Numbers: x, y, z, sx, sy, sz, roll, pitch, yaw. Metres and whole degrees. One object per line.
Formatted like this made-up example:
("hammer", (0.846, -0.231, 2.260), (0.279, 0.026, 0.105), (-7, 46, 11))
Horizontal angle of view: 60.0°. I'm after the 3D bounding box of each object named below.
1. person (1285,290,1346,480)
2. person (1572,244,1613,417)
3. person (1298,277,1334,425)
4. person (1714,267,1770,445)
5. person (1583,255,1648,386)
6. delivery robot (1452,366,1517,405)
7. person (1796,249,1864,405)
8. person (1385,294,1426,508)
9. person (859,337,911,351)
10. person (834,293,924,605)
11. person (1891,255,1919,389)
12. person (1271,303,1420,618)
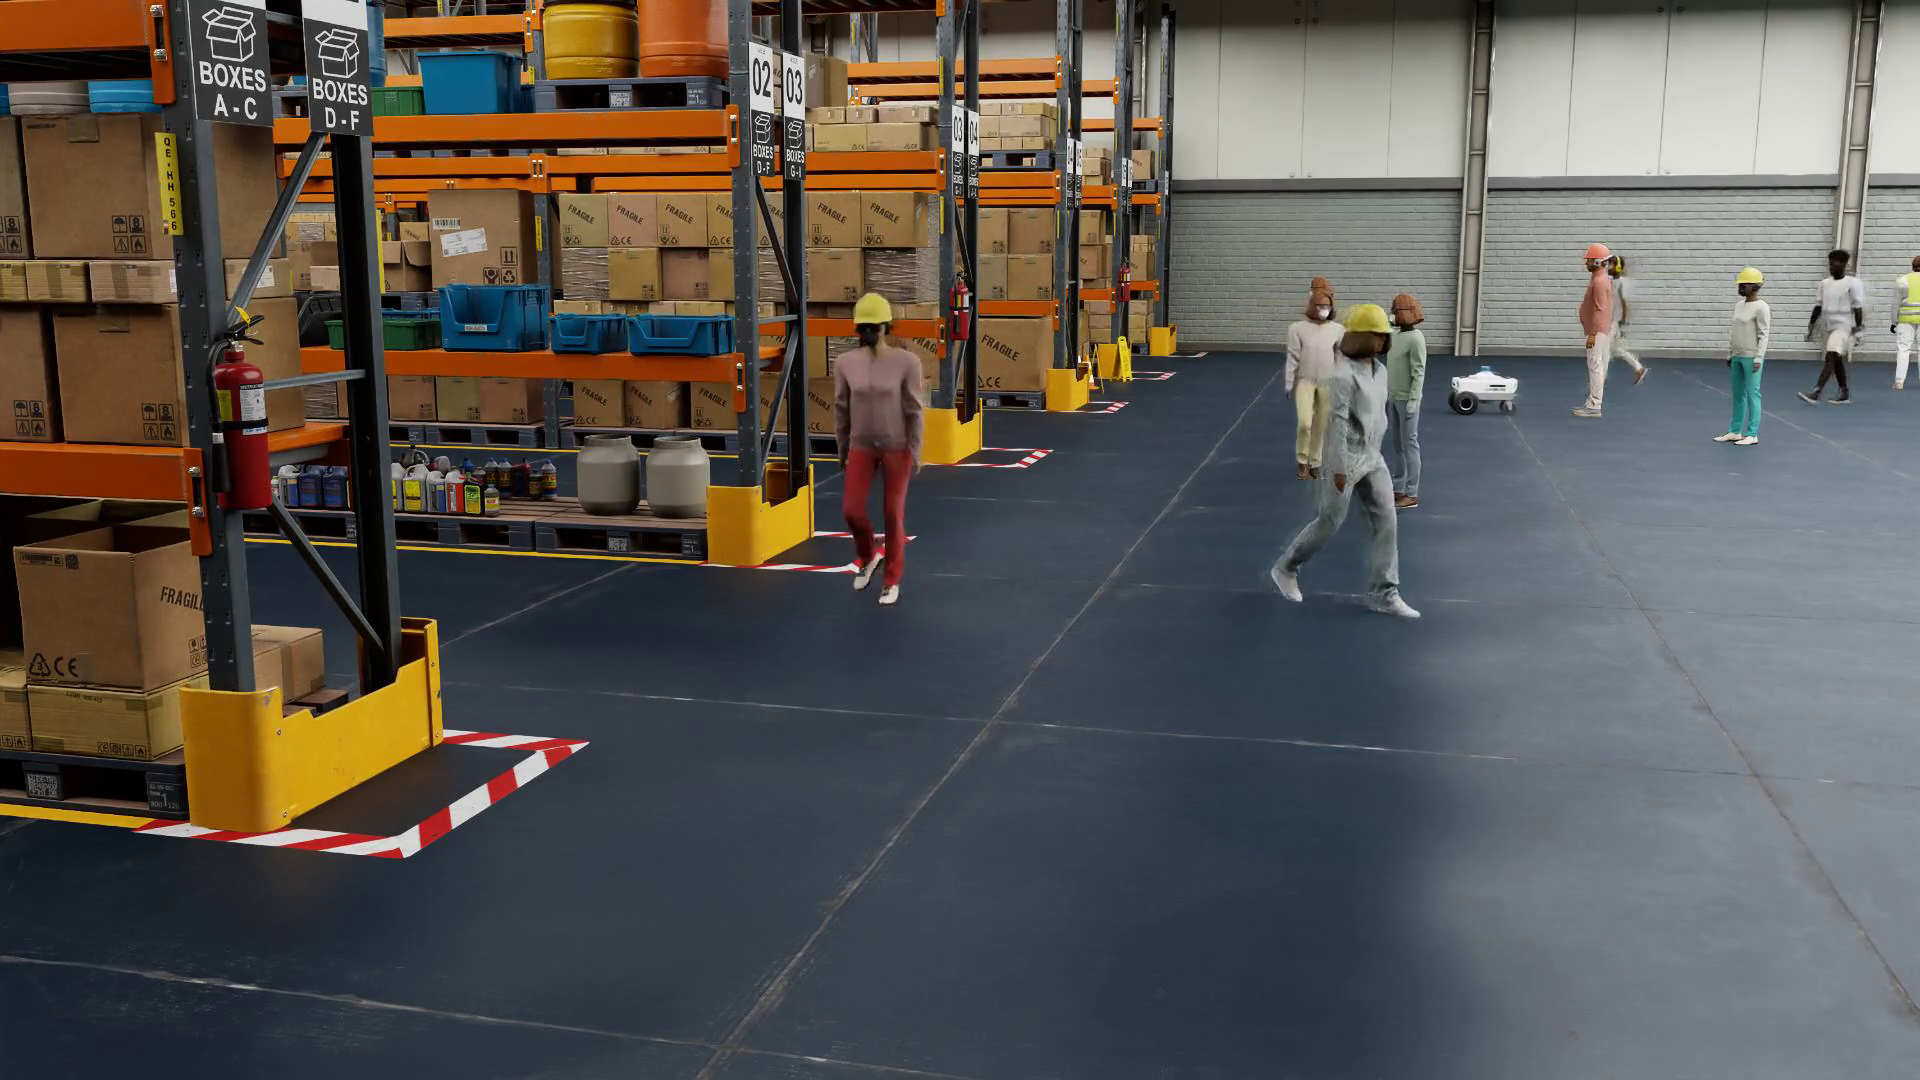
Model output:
("person", (3.035, -1.306, 14.140), (0.522, 1.614, 0.430), (-1, 10, -3))
("person", (7.365, -2.428, 19.316), (0.377, 1.995, 0.608), (4, 11, 21))
("person", (3.983, -2.098, 18.491), (0.279, 1.633, 0.505), (-2, 10, -9))
("person", (7.858, -1.833, 16.651), (0.318, 1.769, 0.522), (-1, 10, -8))
("person", (9.231, -3.056, 23.265), (0.841, 1.841, 0.517), (1, 10, 3))
("delivery robot", (6.175, -1.802, 19.579), (0.707, 0.478, 0.477), (1, 10, 8))
("person", (10.781, -2.631, 20.643), (0.987, 1.915, 0.632), (-3, 11, -15))
("person", (3.386, -1.062, 12.747), (0.278, 1.634, 0.499), (-2, 10, -9))
("person", (-0.871, -2.325, 19.122), (0.725, 1.873, 0.395), (5, 11, 24))
("person", (-0.454, -0.504, 9.339), (0.536, 1.756, 0.391), (2, 10, 11))
("person", (13.118, -2.984, 22.834), (0.624, 1.841, 0.430), (5, 11, 26))
("person", (2.128, -0.451, 9.170), (0.493, 1.711, 0.847), (-9, 14, -42))
